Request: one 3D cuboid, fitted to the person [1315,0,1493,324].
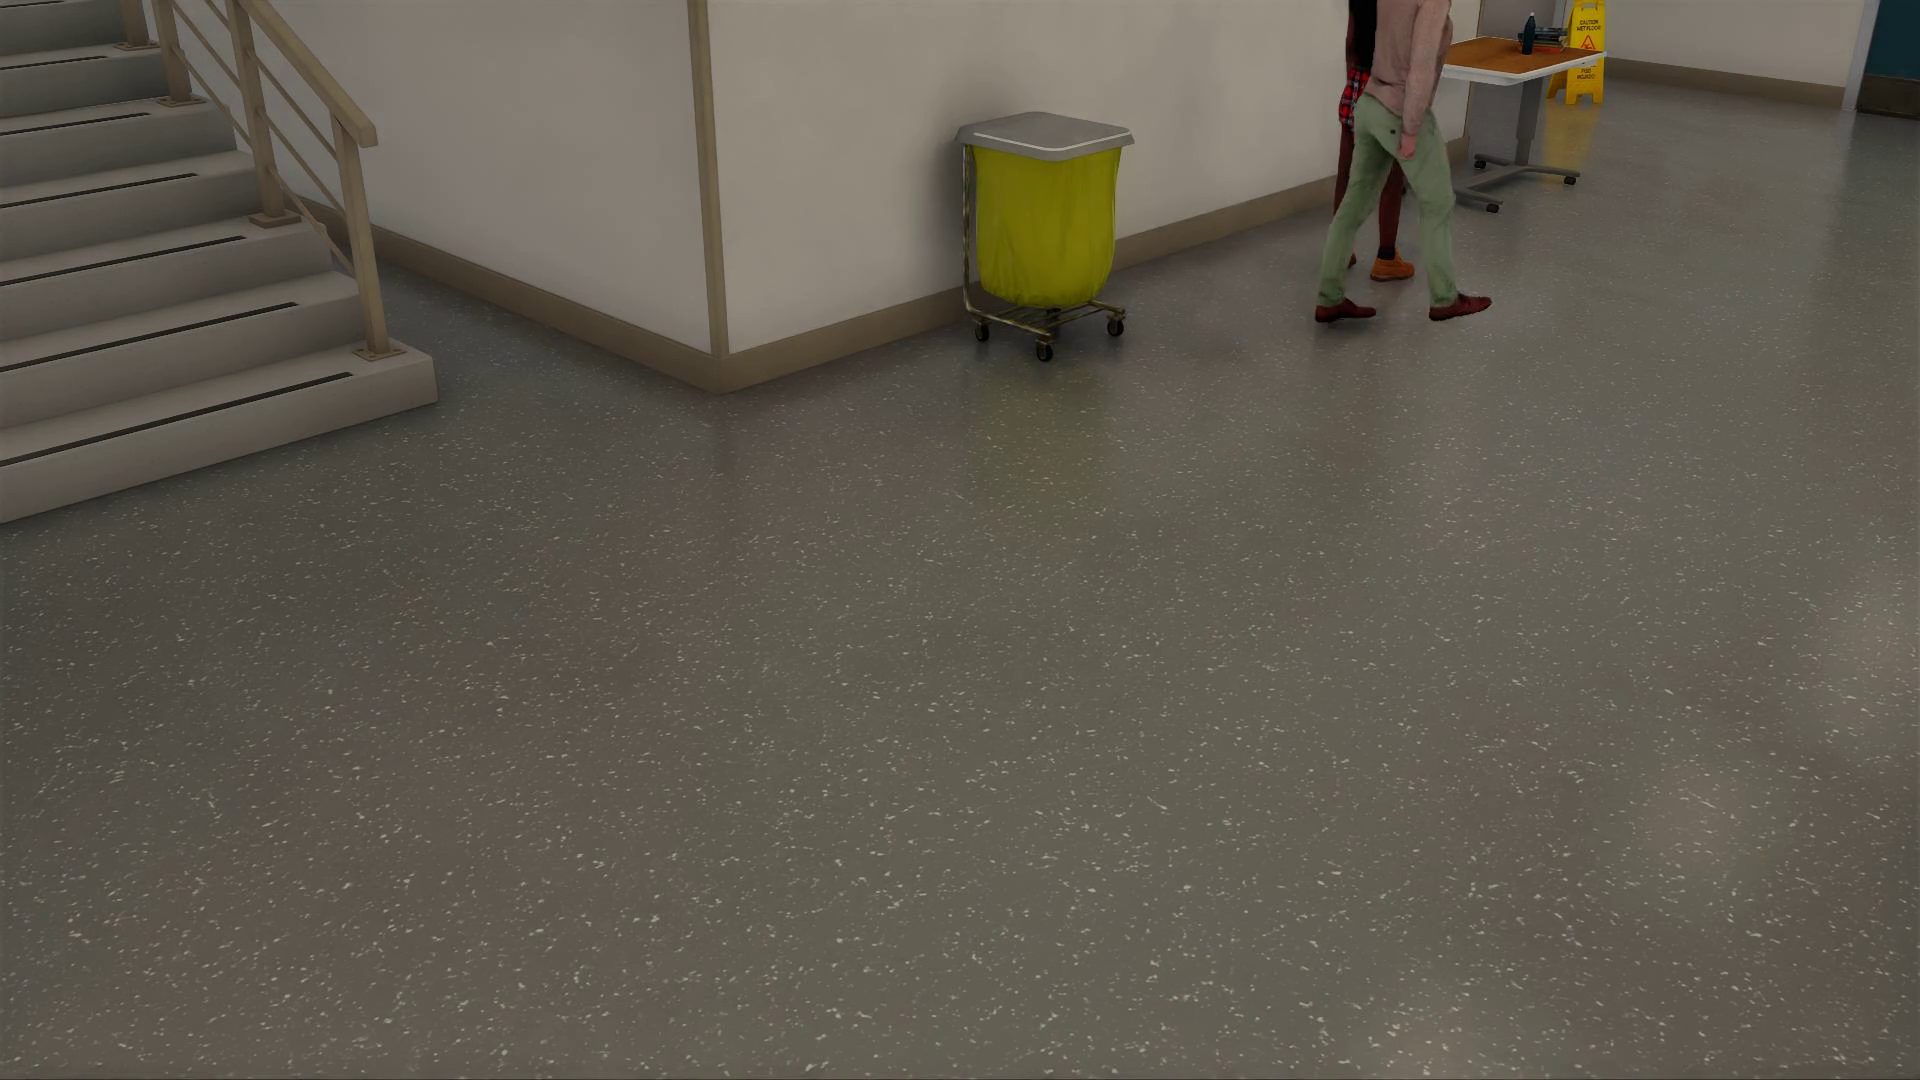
[{"bbox_3d":[1.869,-1.834,7.421,1.040,1.841,1.106,-9,27,-17],"label":"person"}]

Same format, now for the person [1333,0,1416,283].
[{"bbox_3d":[2.076,-2.155,8.217,0.533,1.729,0.665,20,32,36],"label":"person"}]
